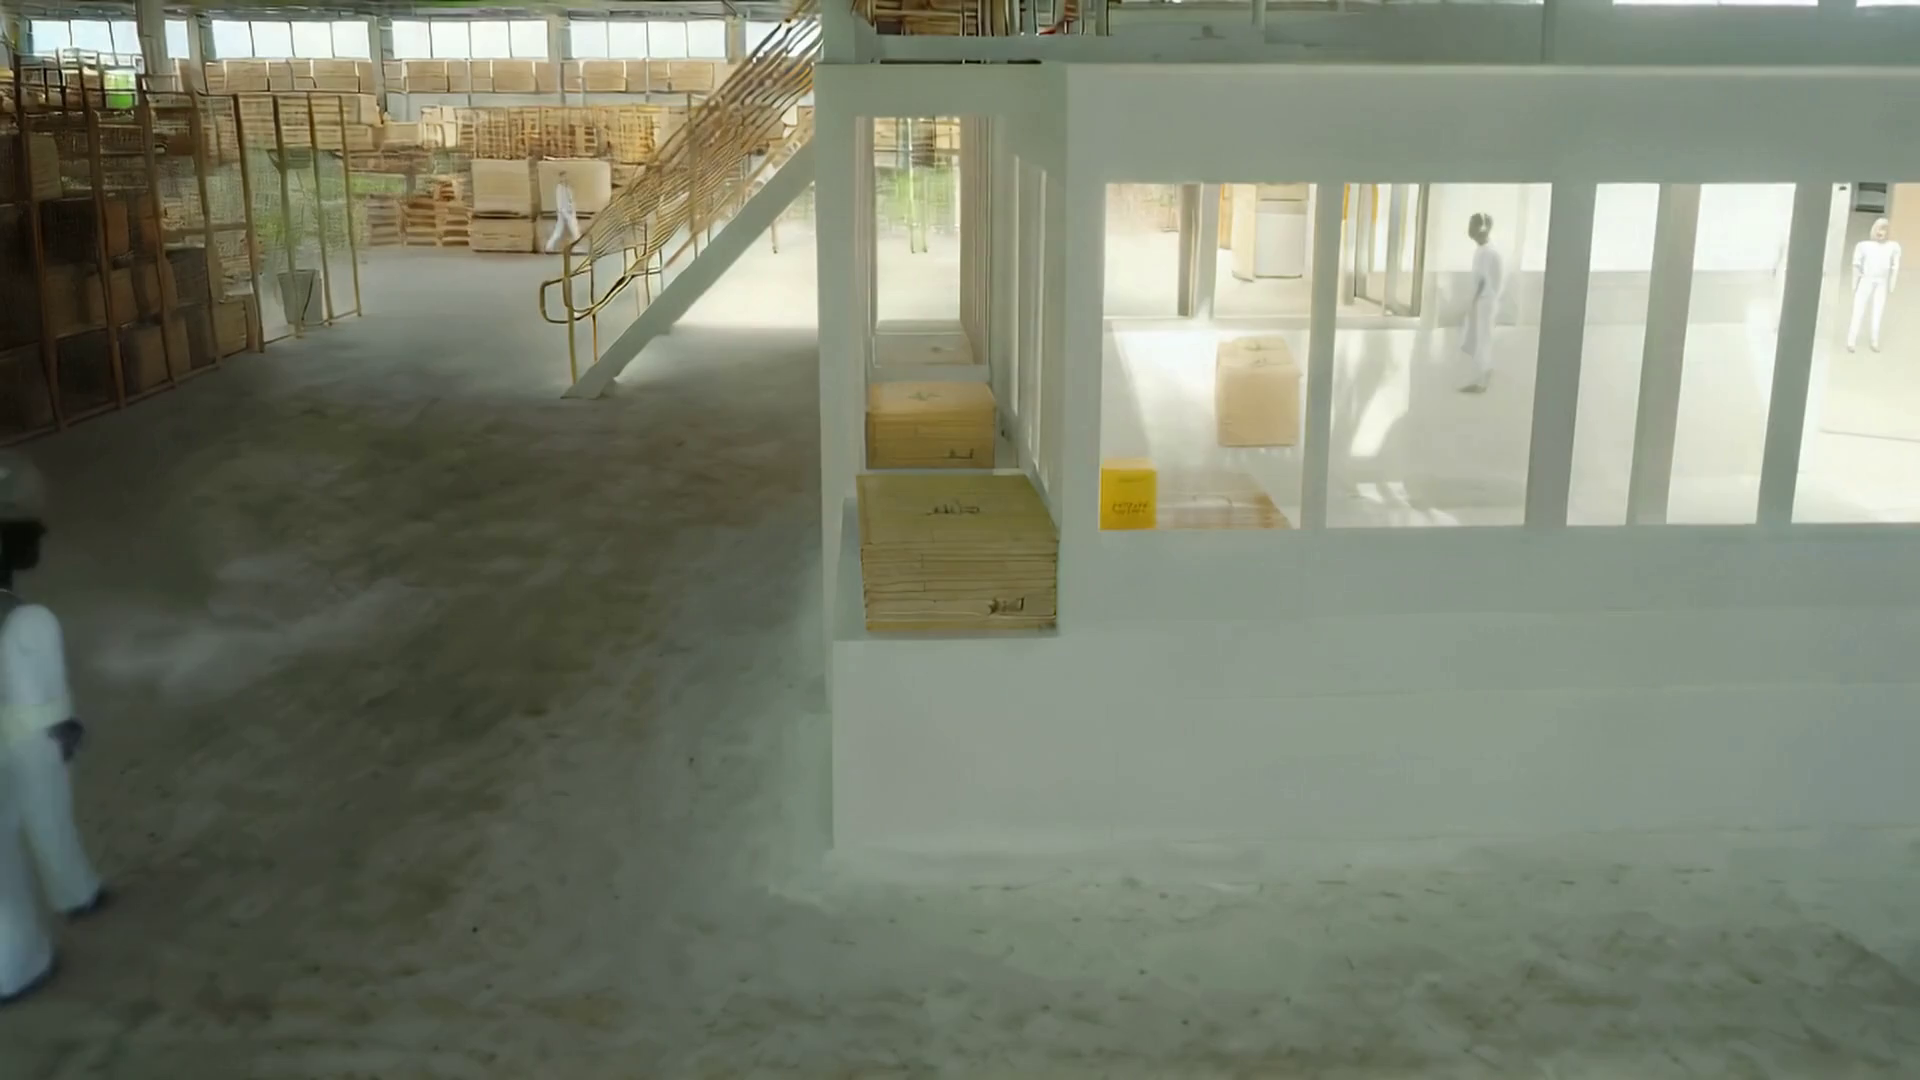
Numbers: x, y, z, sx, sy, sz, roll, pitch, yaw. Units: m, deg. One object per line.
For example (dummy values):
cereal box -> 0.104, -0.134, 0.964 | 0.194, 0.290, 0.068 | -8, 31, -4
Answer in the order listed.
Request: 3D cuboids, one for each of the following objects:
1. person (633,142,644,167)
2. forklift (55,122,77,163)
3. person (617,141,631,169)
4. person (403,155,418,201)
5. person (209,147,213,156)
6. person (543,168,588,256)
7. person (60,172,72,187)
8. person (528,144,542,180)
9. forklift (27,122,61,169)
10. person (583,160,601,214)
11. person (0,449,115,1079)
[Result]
person -> -16.246, -19.201, 84.178 | 0.567, 1.841, 0.377 | -10, 17, -34
forklift -> -38.902, -16.788, 72.432 | 1.129, 2.768, 1.873 | 9, 16, 31
person -> -15.707, -17.624, 77.655 | 0.693, 1.949, 0.601 | -1, 14, -6
person -> -16.161, -10.397, 49.002 | 0.560, 1.846, 0.429 | 6, 15, 23
person -> -38.899, -19.651, 85.879 | 0.623, 1.900, 0.984 | -8, 16, -29
person -> -8.321, -6.879, 34.917 | 0.940, 1.850, 0.579 | 2, 14, 8
person -> -20.205, -7.542, 37.181 | 0.702, 2.000, 0.634 | -7, 16, -27
person -> -19.227, -16.948, 75.104 | 0.822, 1.883, 0.650 | 4, 15, 17
forklift -> -35.376, -14.773, 64.377 | 1.129, 2.768, 1.873 | -1, 14, -2
person -> -10.200, -9.644, 46.161 | 0.533, 1.760, 0.348 | -7, 16, -27
person -> -2.458, 0.721, 4.378 | 0.551, 1.937, 0.382 | 7, 16, 25
